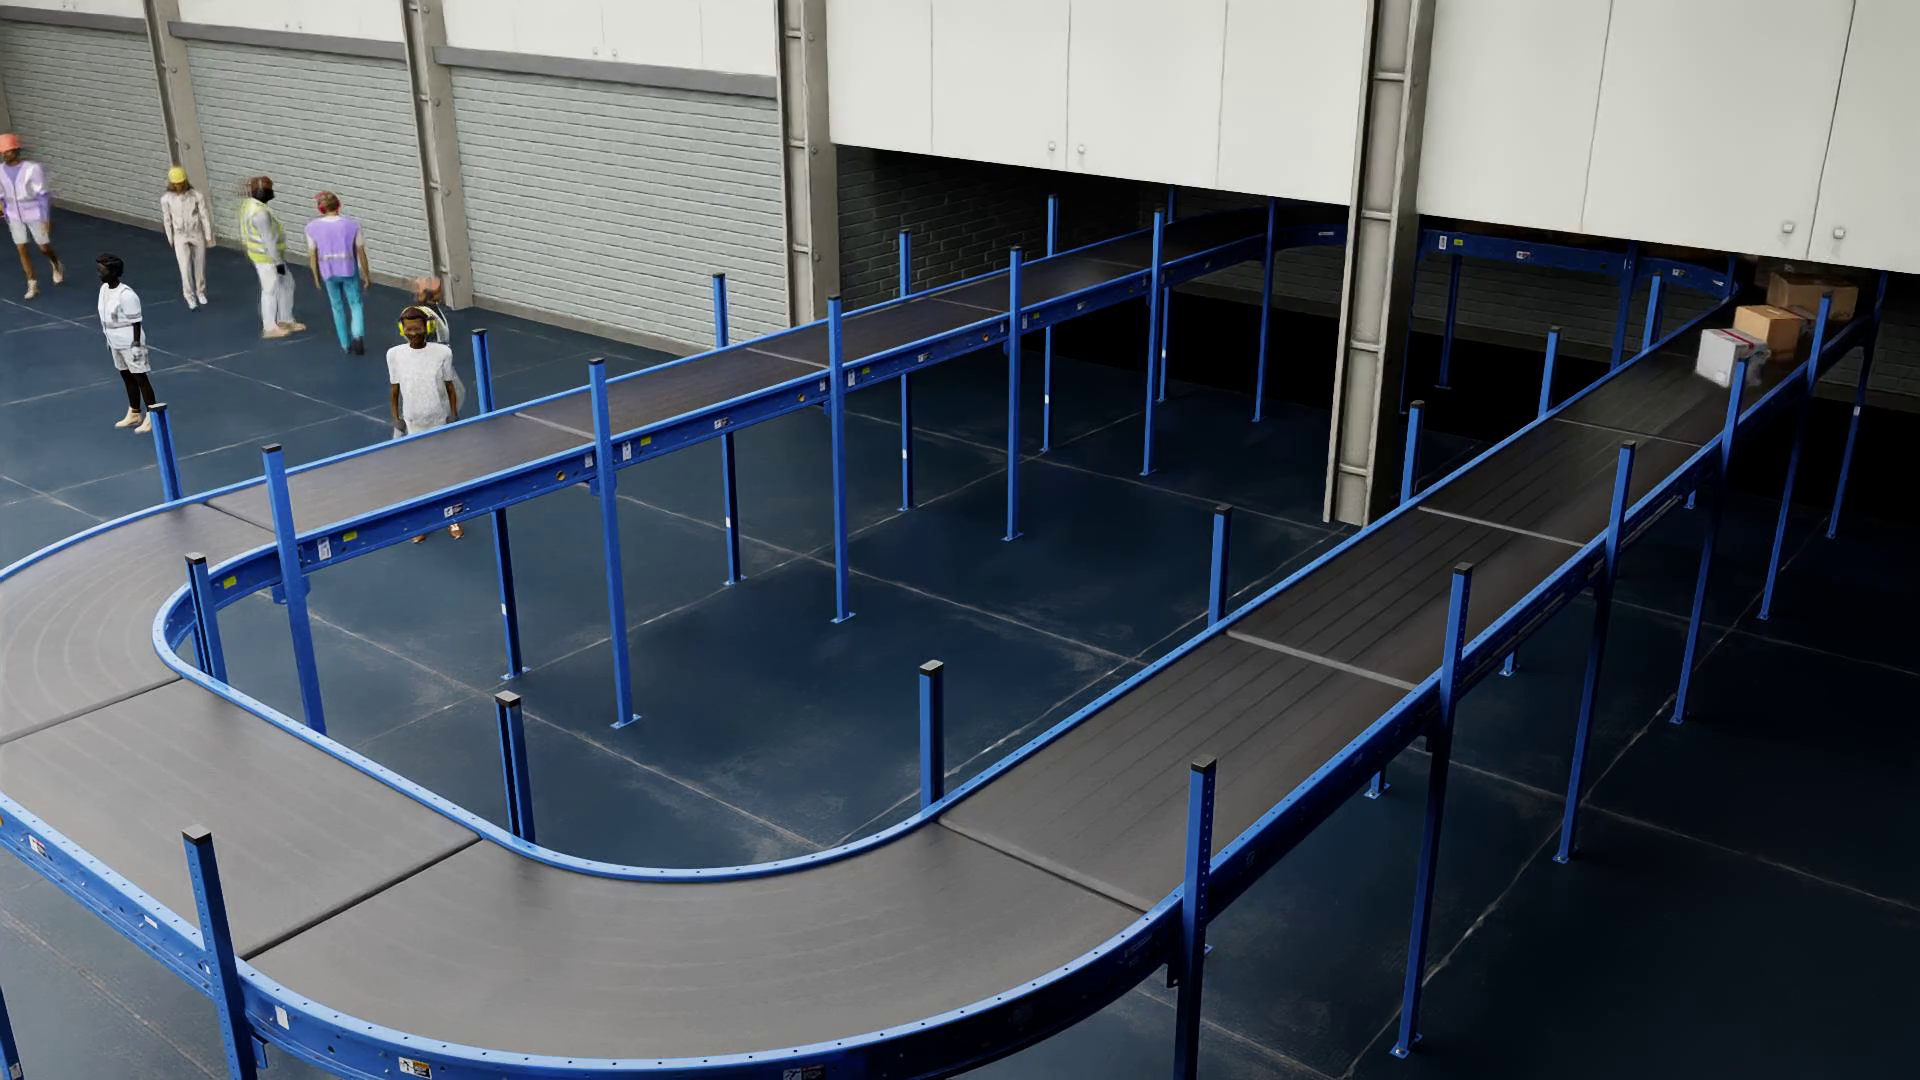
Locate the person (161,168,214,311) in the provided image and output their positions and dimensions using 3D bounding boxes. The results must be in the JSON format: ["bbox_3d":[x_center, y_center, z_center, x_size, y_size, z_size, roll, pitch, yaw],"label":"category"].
[{"bbox_3d":[-9.301,-3.634,20.100,0.499,1.695,0.884,-12,25,-28],"label":"person"}]

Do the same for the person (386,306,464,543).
[{"bbox_3d":[-4.148,-0.900,12.926,0.513,1.872,0.328,-7,23,-17],"label":"person"}]

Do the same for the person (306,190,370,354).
[{"bbox_3d":[-6.713,-2.878,18.024,0.576,1.822,0.568,-6,22,-15],"label":"person"}]

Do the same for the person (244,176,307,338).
[{"bbox_3d":[-7.725,-3.206,18.846,0.634,1.818,0.644,-9,23,-22],"label":"person"}]

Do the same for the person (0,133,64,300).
[{"bbox_3d":[-11.630,-4.068,20.765,0.606,2.028,0.729,-2,22,-5],"label":"person"}]

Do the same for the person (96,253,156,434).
[{"bbox_3d":[-7.804,-1.839,15.541,0.529,1.697,0.321,14,26,32],"label":"person"}]

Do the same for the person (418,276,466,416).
[{"bbox_3d":[-4.677,-1.563,14.936,0.413,1.620,0.533,-2,22,-6],"label":"person"}]
